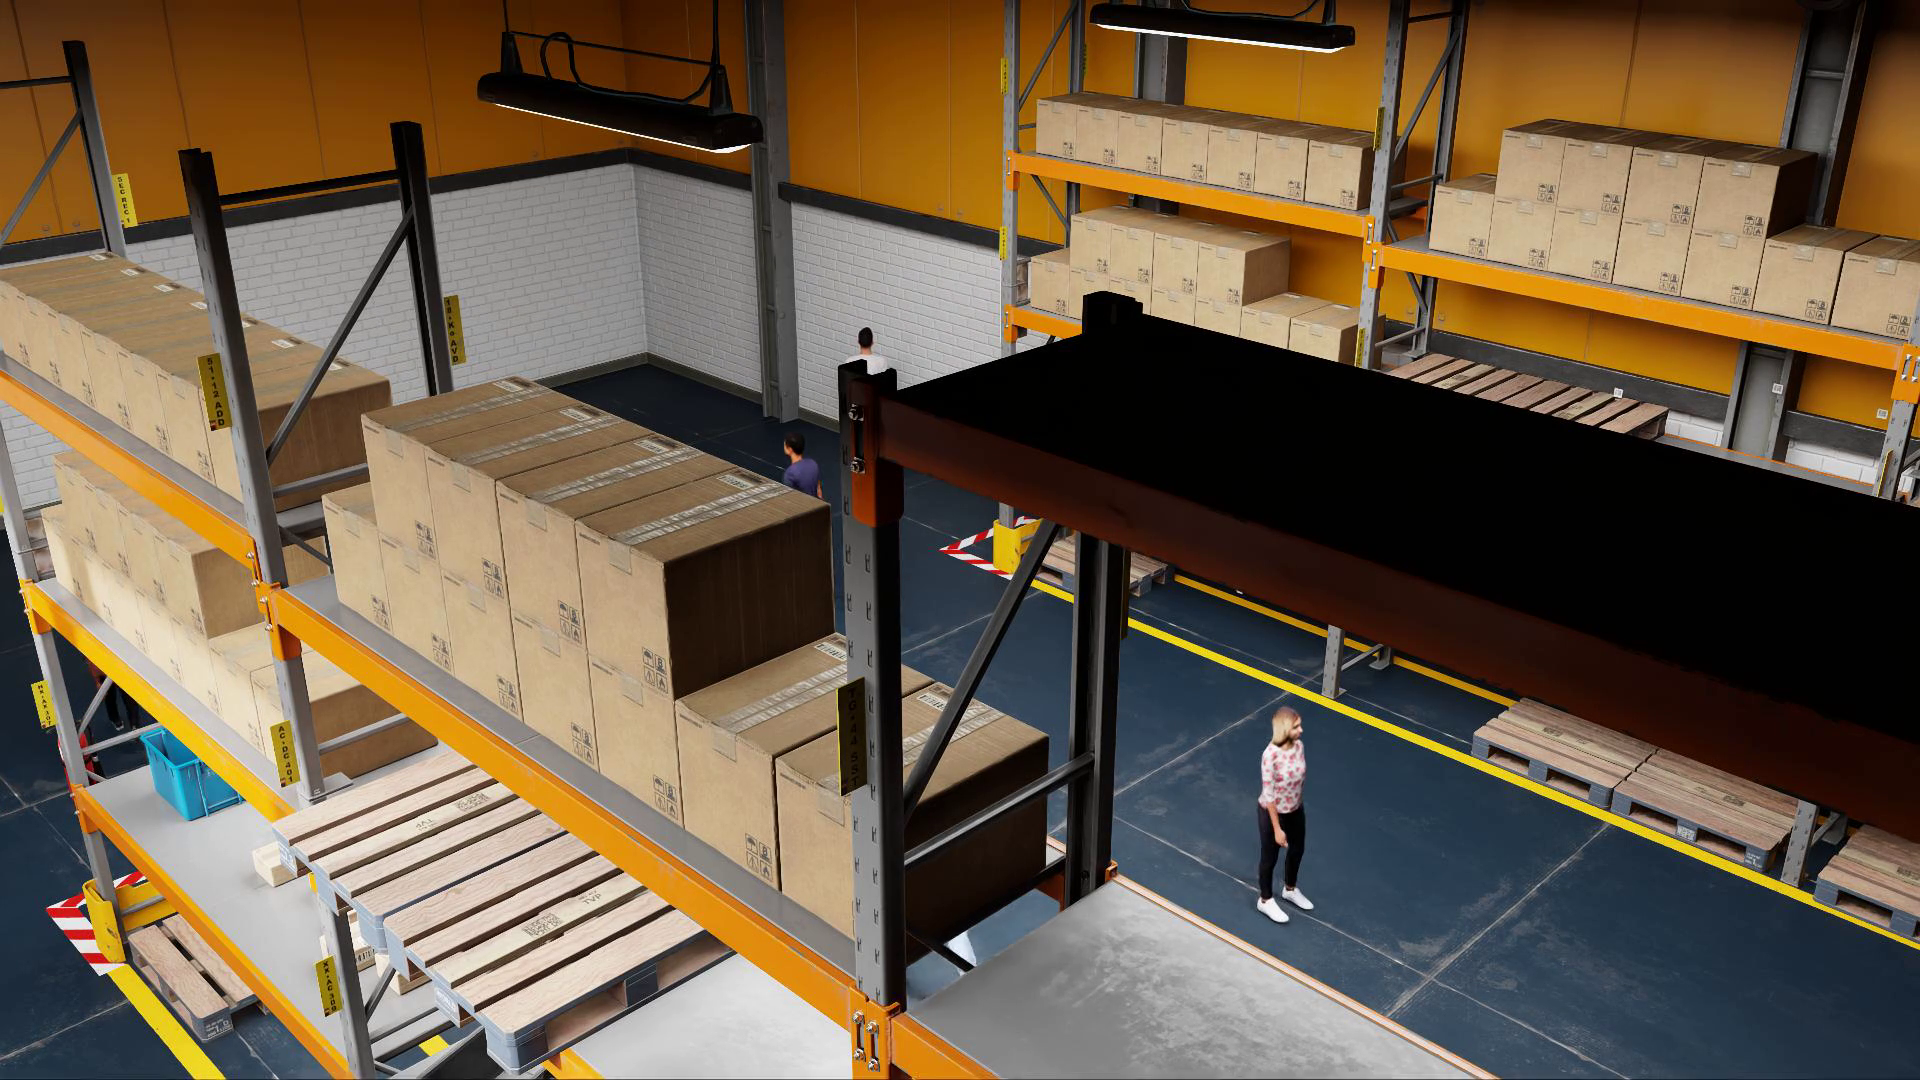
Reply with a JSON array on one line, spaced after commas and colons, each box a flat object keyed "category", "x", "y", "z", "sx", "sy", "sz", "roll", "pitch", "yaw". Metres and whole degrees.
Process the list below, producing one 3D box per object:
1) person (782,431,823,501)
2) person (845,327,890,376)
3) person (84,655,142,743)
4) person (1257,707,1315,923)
[{"category": "person", "x": -1.465, "y": -0.197, "z": 16.283, "sx": 0.705, "sy": 1.777, "sz": 0.747, "roll": 14, "pitch": 27, "yaw": 29}, {"category": "person", "x": -1.069, "y": -1.563, "z": 19.310, "sx": 0.755, "sy": 1.856, "sz": 0.813, "roll": 0, "pitch": 24, "yaw": 0}, {"category": "person", "x": -7.085, "y": 1.120, "z": 13.943, "sx": 0.647, "sy": 1.239, "sz": 0.930, "roll": -14, "pitch": 27, "yaw": -30}, {"category": "person", "x": 2.210, "y": 1.894, "z": 11.688, "sx": 0.618, "sy": 1.627, "sz": 0.615, "roll": -18, "pitch": 30, "yaw": -36}]
